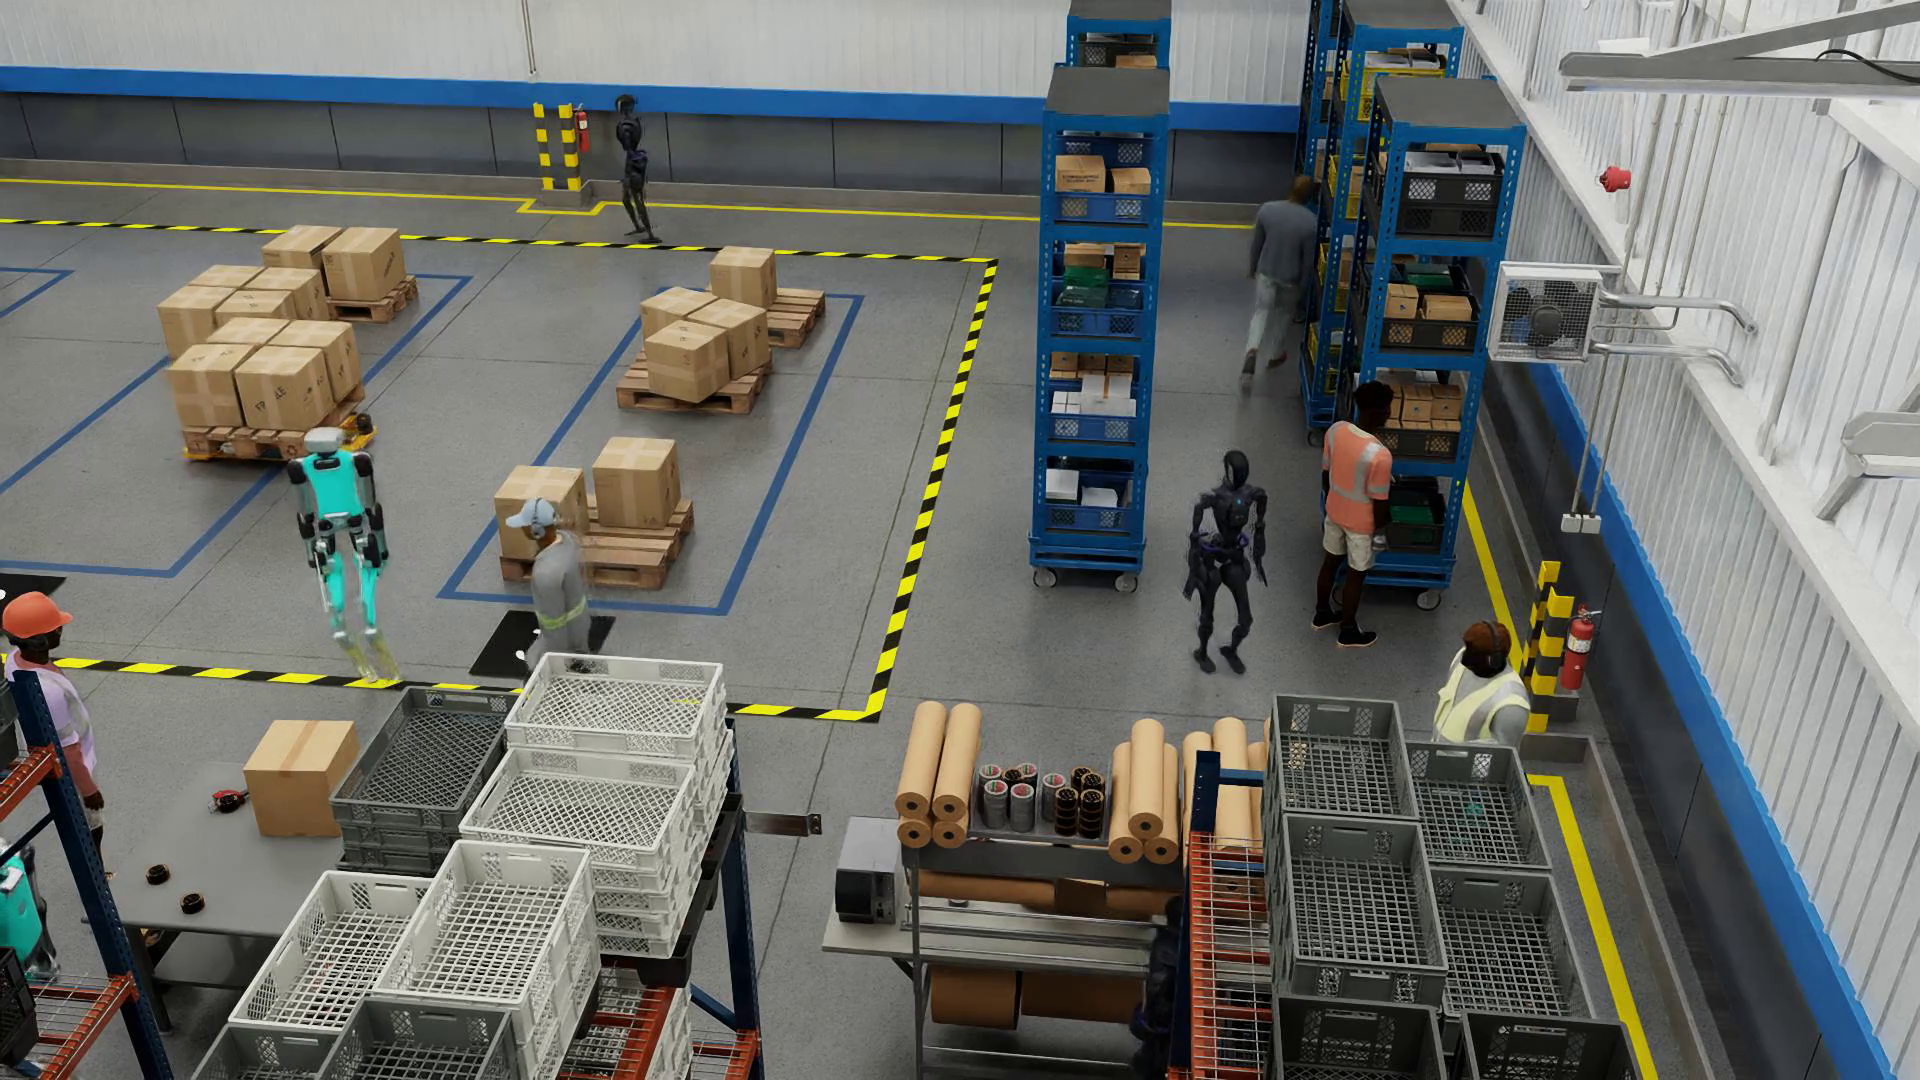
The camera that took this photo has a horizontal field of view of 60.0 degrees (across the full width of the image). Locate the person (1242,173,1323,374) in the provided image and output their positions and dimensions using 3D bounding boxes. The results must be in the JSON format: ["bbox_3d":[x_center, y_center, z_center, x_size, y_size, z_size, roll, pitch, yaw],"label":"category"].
[{"bbox_3d":[2.911,-2.384,15.140,0.674,1.907,0.741,15,33,24],"label":"person"}]

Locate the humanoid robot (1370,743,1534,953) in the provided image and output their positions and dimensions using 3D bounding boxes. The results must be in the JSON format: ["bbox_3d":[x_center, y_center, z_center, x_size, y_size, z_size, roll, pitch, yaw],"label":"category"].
[{"bbox_3d":[2.365,1.674,8.411,0.555,1.841,0.783,-10,32,-17],"label":"humanoid robot"}]

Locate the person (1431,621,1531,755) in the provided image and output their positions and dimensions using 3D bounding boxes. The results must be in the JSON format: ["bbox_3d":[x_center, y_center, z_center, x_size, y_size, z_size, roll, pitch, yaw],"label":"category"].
[{"bbox_3d":[2.756,1.224,9.021,0.431,1.835,0.620,-7,31,-11],"label":"person"}]

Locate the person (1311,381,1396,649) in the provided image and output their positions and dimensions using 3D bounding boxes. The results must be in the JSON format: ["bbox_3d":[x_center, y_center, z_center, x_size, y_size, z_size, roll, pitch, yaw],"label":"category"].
[{"bbox_3d":[2.685,-0.174,11.285,0.361,1.964,0.612,-15,33,-24],"label":"person"}]

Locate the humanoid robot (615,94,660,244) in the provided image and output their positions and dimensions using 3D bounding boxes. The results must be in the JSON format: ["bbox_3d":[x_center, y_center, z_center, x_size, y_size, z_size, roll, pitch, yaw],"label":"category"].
[{"bbox_3d":[-3.594,-4.055,18.243,0.504,1.648,0.601,-2,30,-4],"label":"humanoid robot"}]

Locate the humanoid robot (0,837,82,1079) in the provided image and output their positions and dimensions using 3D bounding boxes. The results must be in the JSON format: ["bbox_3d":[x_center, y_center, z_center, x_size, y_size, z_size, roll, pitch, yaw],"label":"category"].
[{"bbox_3d":[-4.519,2.078,7.687,1.061,1.754,0.559,0,30,0],"label":"humanoid robot"}]

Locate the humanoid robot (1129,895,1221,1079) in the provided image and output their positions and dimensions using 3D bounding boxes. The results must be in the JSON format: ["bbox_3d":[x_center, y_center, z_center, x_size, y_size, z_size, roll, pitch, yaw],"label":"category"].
[{"bbox_3d":[0.993,2.223,7.469,0.550,1.640,0.615,19,35,29],"label":"humanoid robot"}]

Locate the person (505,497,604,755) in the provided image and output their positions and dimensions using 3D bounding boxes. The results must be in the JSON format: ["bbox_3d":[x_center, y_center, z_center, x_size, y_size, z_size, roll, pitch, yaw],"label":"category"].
[{"bbox_3d":[-2.541,0.560,10.153,0.686,1.831,0.625,0,30,0],"label":"person"}]

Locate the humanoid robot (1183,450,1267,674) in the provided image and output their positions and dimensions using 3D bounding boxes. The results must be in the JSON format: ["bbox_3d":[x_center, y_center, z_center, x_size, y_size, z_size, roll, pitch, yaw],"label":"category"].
[{"bbox_3d":[1.752,0.153,11.004,0.603,1.648,0.362,-10,32,-16],"label":"humanoid robot"}]

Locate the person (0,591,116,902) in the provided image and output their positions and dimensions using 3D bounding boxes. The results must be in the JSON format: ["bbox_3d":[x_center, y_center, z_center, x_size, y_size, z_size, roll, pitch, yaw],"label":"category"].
[{"bbox_3d":[-4.746,1.176,8.906,0.404,2.036,0.610,-22,37,-33],"label":"person"}]

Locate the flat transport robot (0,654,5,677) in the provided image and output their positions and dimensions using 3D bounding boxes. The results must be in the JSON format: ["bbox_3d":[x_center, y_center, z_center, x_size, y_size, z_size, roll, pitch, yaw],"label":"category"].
[{"bbox_3d":[-7.142,0.969,11.010,1.431,0.231,0.659,3,30,6],"label":"flat transport robot"}]

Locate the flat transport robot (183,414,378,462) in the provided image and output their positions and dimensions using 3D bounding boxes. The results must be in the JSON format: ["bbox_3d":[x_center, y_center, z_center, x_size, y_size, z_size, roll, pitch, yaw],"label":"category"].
[{"bbox_3d":[-5.790,-0.891,14.176,1.431,0.197,0.652,3,30,6],"label":"flat transport robot"}]

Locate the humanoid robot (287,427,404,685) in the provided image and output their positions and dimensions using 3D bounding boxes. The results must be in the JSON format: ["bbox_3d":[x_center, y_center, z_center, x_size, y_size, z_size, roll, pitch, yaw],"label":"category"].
[{"bbox_3d":[-4.021,0.198,10.888,0.553,1.772,0.805,-6,31,-10],"label":"humanoid robot"}]
